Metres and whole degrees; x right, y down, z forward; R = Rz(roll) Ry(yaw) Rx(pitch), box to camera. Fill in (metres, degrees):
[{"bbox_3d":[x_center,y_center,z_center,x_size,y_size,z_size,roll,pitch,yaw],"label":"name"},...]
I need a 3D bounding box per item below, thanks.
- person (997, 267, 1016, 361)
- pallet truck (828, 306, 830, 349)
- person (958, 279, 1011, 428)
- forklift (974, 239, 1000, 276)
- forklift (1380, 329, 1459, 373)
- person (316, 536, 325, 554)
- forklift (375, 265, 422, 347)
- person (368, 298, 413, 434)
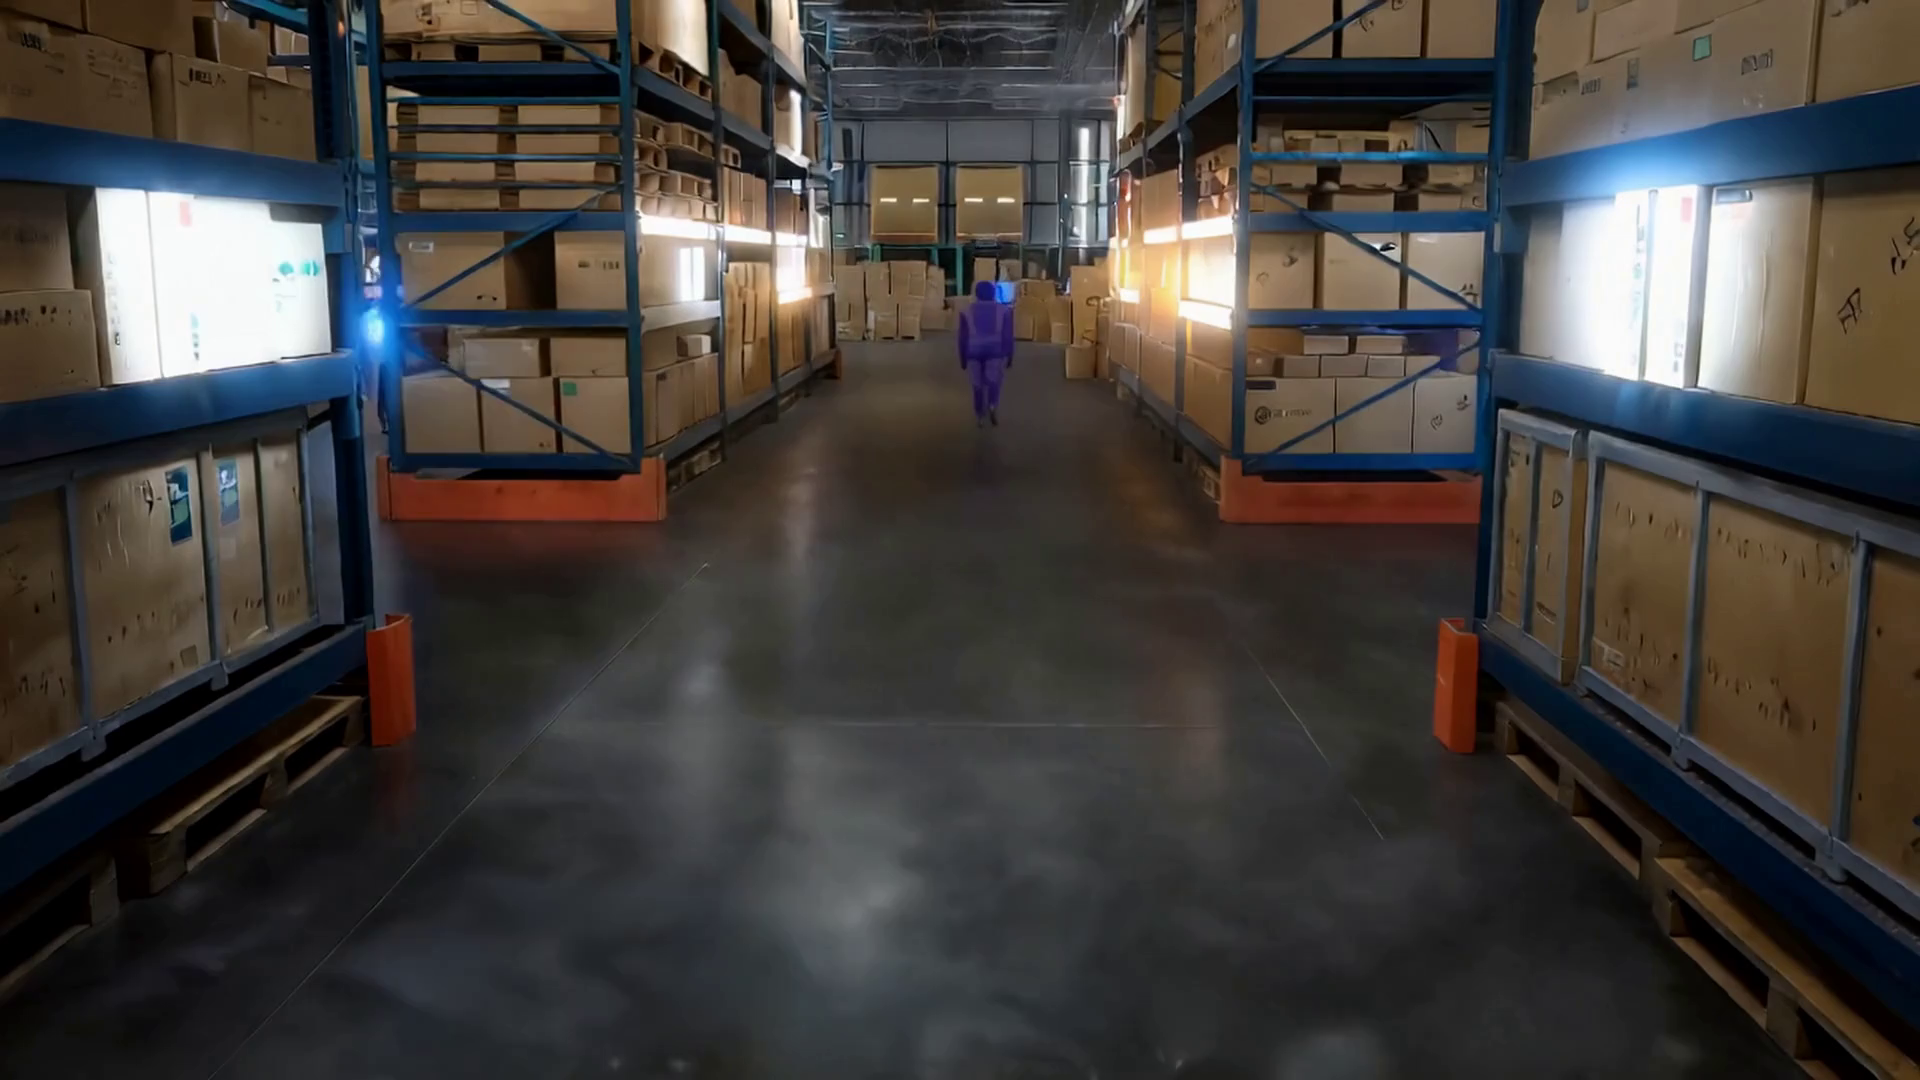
[{"bbox_3d":[0.952,-4.662,34.363,0.397,1.919,0.590,5,11,29],"label":"person"},{"bbox_3d":[-3.100,-3.940,29.800,1.885,1.965,0.823,3,10,19],"label":"pallet truck"},{"bbox_3d":[0.294,-2.245,20.152,0.641,1.830,0.607,1,10,6],"label":"person"},{"bbox_3d":[0.936,-9.126,58.224,1.129,2.768,1.873,0,9,1],"label":"forklift"},{"bbox_3d":[6.516,-3.431,24.115,1.129,2.768,1.873,0,9,1],"label":"forklift"},{"bbox_3d":[-4.335,-0.678,10.191,0.601,2.024,0.631,-3,10,-19],"label":"person"},{"bbox_3d":[-13.104,-6.002,39.516,1.129,2.768,1.873,0,9,1],"label":"forklift"},{"bbox_3d":[-6.764,-2.084,19.773,0.505,1.633,0.279,-9,13,-43],"label":"person"}]
